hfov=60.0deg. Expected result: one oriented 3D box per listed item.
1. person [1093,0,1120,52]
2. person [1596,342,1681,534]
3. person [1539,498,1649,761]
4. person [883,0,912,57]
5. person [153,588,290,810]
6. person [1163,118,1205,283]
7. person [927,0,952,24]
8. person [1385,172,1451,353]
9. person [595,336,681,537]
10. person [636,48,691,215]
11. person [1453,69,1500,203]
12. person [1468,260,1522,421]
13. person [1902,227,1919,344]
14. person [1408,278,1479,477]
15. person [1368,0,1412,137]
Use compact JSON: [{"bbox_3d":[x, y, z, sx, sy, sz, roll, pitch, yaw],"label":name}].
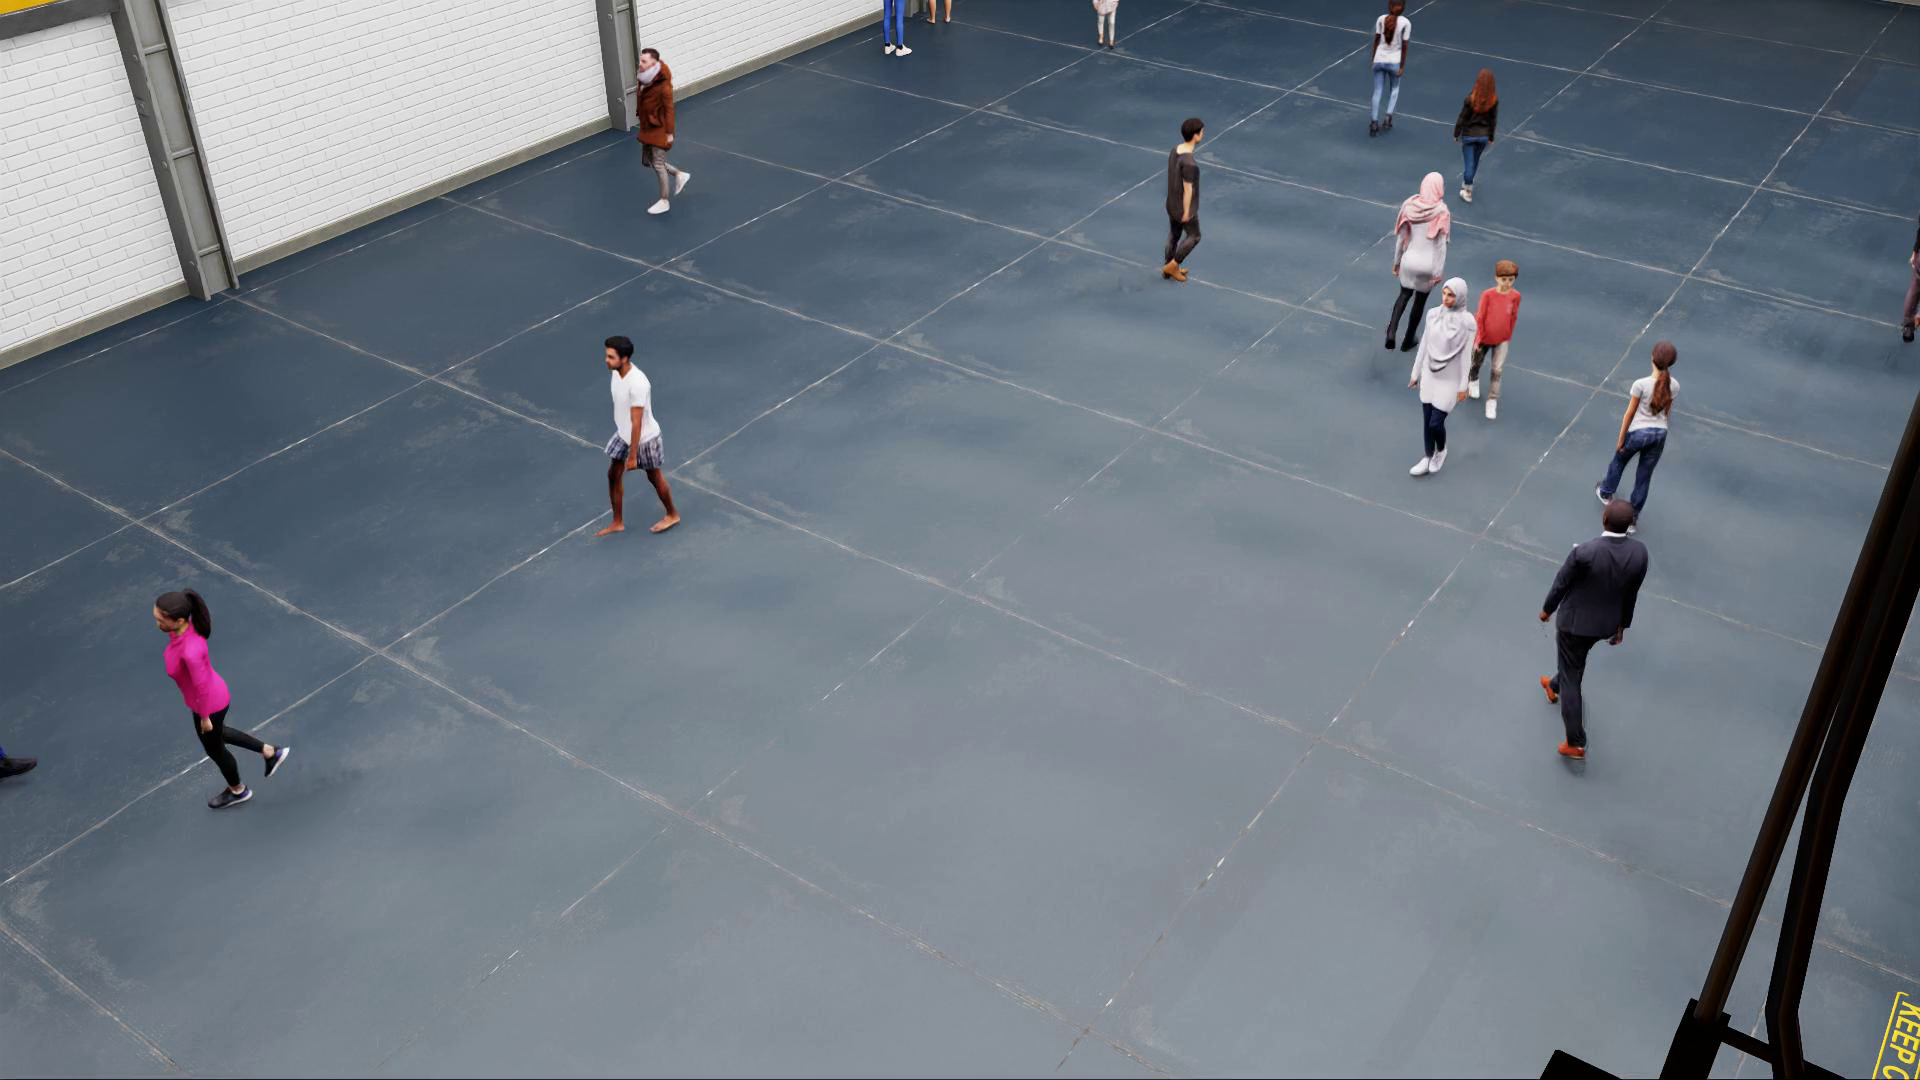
[{"bbox_3d":[2.045,-7.590,23.448,0.857,1.270,0.991,0,34,0],"label":"person"},{"bbox_3d":[5.351,-0.765,12.942,0.789,1.534,0.960,2,34,4],"label":"person"},{"bbox_3d":[4.045,0.577,10.679,1.177,1.804,1.259,-4,34,-7],"label":"person"},{"bbox_3d":[-0.928,-7.632,23.059,0.630,1.770,0.524,21,39,28],"label":"person"},{"bbox_3d":[-4.517,0.965,10.203,0.894,1.683,0.792,-15,36,-21],"label":"person"},{"bbox_3d":[2.172,-3.403,16.760,0.777,1.700,0.741,-11,35,-16],"label":"person"},{"bbox_3d":[-0.319,-8.413,24.364,0.647,1.626,0.716,-8,34,-12],"label":"person"},{"bbox_3d":[4.200,-2.494,15.309,0.614,1.791,0.841,21,39,29],"label":"person"},{"bbox_3d":[-2.418,-0.818,12.865,0.989,1.707,0.810,-26,41,-33],"label":"person"},{"bbox_3d":[-3.289,-4.544,18.362,0.973,1.828,0.829,-25,41,-33],"label":"person"},{"bbox_3d":[5.804,-4.513,18.641,0.839,1.467,0.923,-2,34,-3],"label":"person"},{"bbox_3d":[4.680,-1.822,14.664,0.790,1.388,0.996,4,34,7],"label":"person"},{"bbox_3d":[9.077,-2.568,15.537,0.756,1.662,0.686,-26,42,-34],"label":"person"},{"bbox_3d":[3.985,-1.327,13.578,0.704,1.765,0.705,-25,41,-32],"label":"person"},{"bbox_3d":[5.210,-5.790,20.345,0.663,1.707,0.744,13,36,19],"label":"person"}]
